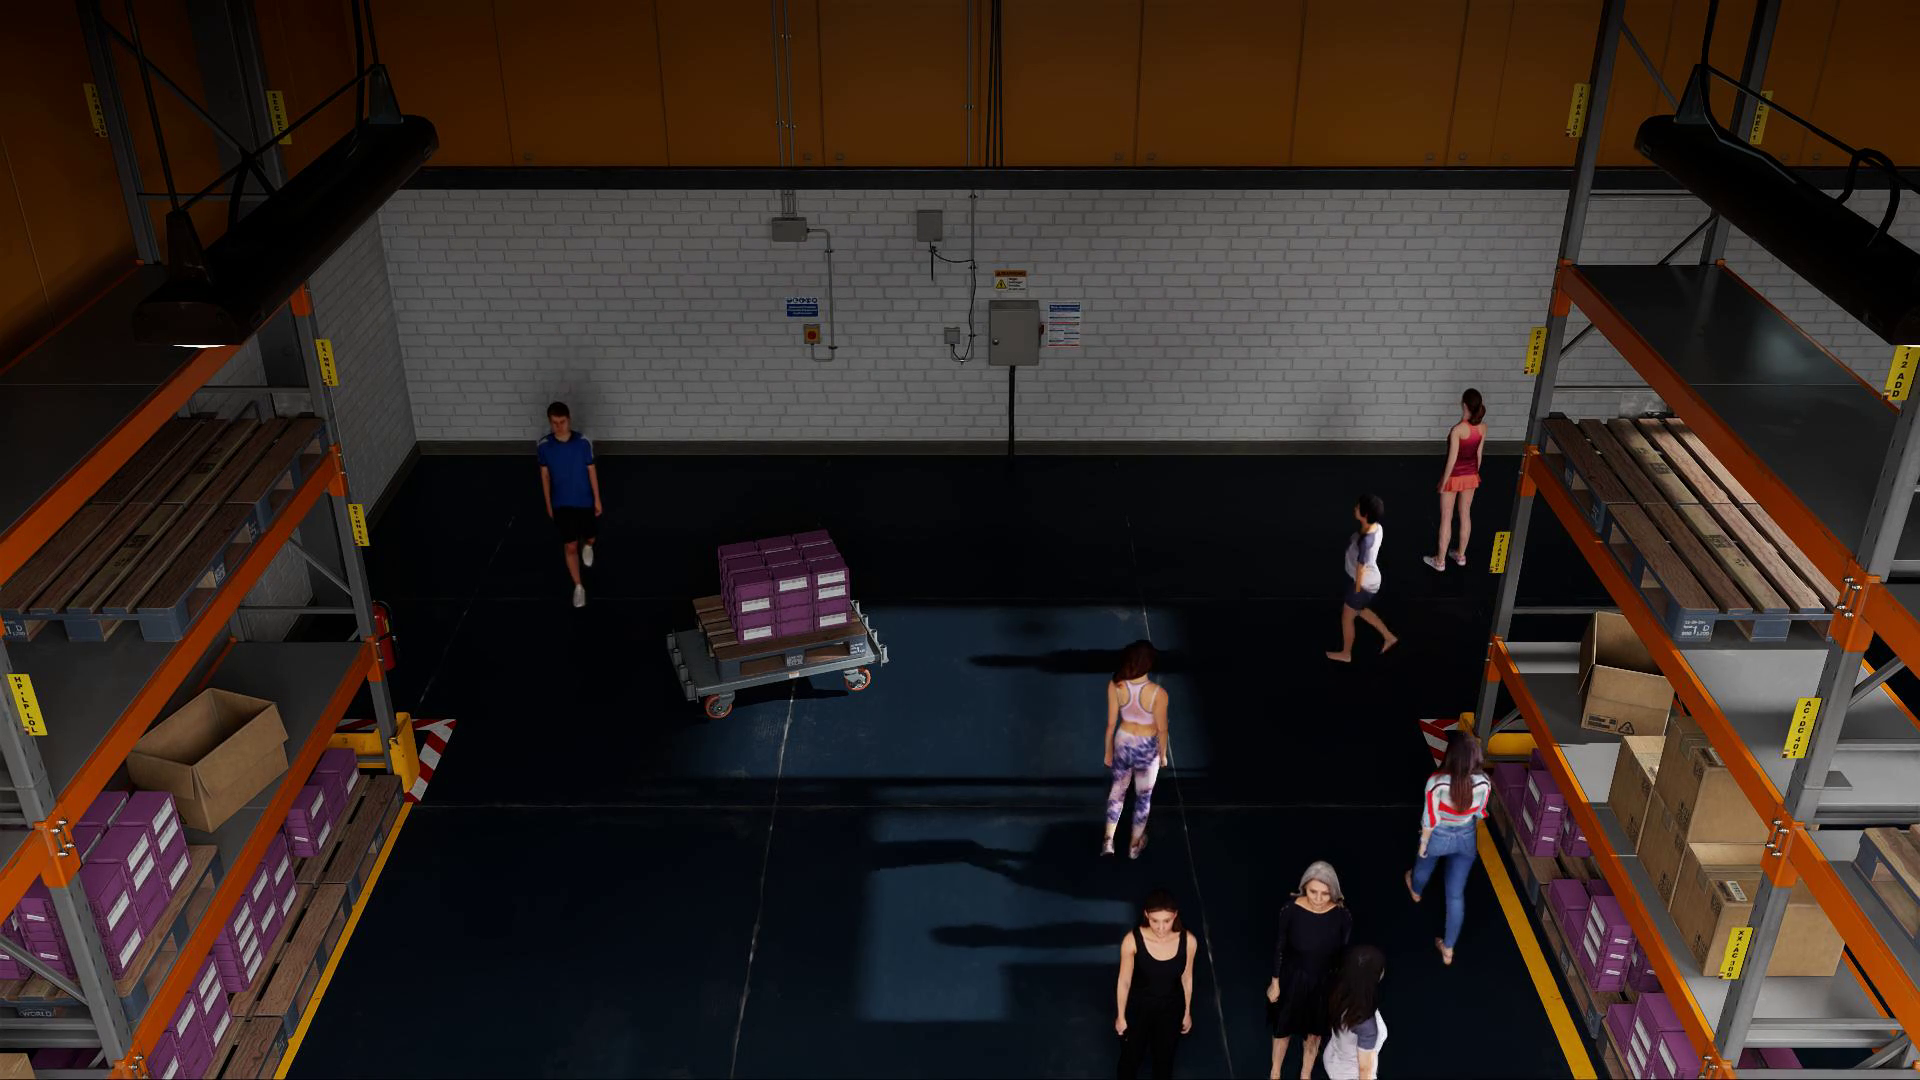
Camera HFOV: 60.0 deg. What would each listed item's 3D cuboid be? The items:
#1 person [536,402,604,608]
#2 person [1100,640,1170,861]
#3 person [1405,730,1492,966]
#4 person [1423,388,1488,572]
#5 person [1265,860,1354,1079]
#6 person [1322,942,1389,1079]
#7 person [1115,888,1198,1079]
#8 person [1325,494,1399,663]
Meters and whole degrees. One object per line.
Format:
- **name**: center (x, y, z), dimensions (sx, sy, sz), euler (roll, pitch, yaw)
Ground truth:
- **person**: center (-3.393, -0.384, 14.622), dimensions (0.872, 1.843, 1.194), euler (-8, 30, -14)
- **person**: center (1.168, 1.496, 11.266), dimensions (0.760, 1.757, 0.909), euler (11, 30, 19)
- **person**: center (3.146, 1.974, 10.590), dimensions (0.608, 1.566, 1.040), euler (0, 29, 0)
- **person**: center (4.516, -0.556, 15.031), dimensions (0.645, 1.753, 0.668), euler (-12, 31, -20)
- **person**: center (1.960, 2.525, 9.392), dimensions (0.616, 1.746, 0.579), euler (2, 29, 4)
- **person**: center (2.023, 2.837, 8.874), dimensions (0.728, 1.694, 0.770), euler (-5, 29, -9)
- **person**: center (1.080, 2.620, 9.278), dimensions (0.600, 1.688, 0.554), euler (-2, 29, -4)
- **person**: center (3.352, 0.348, 13.586), dimensions (0.795, 1.551, 0.818), euler (12, 31, 20)
